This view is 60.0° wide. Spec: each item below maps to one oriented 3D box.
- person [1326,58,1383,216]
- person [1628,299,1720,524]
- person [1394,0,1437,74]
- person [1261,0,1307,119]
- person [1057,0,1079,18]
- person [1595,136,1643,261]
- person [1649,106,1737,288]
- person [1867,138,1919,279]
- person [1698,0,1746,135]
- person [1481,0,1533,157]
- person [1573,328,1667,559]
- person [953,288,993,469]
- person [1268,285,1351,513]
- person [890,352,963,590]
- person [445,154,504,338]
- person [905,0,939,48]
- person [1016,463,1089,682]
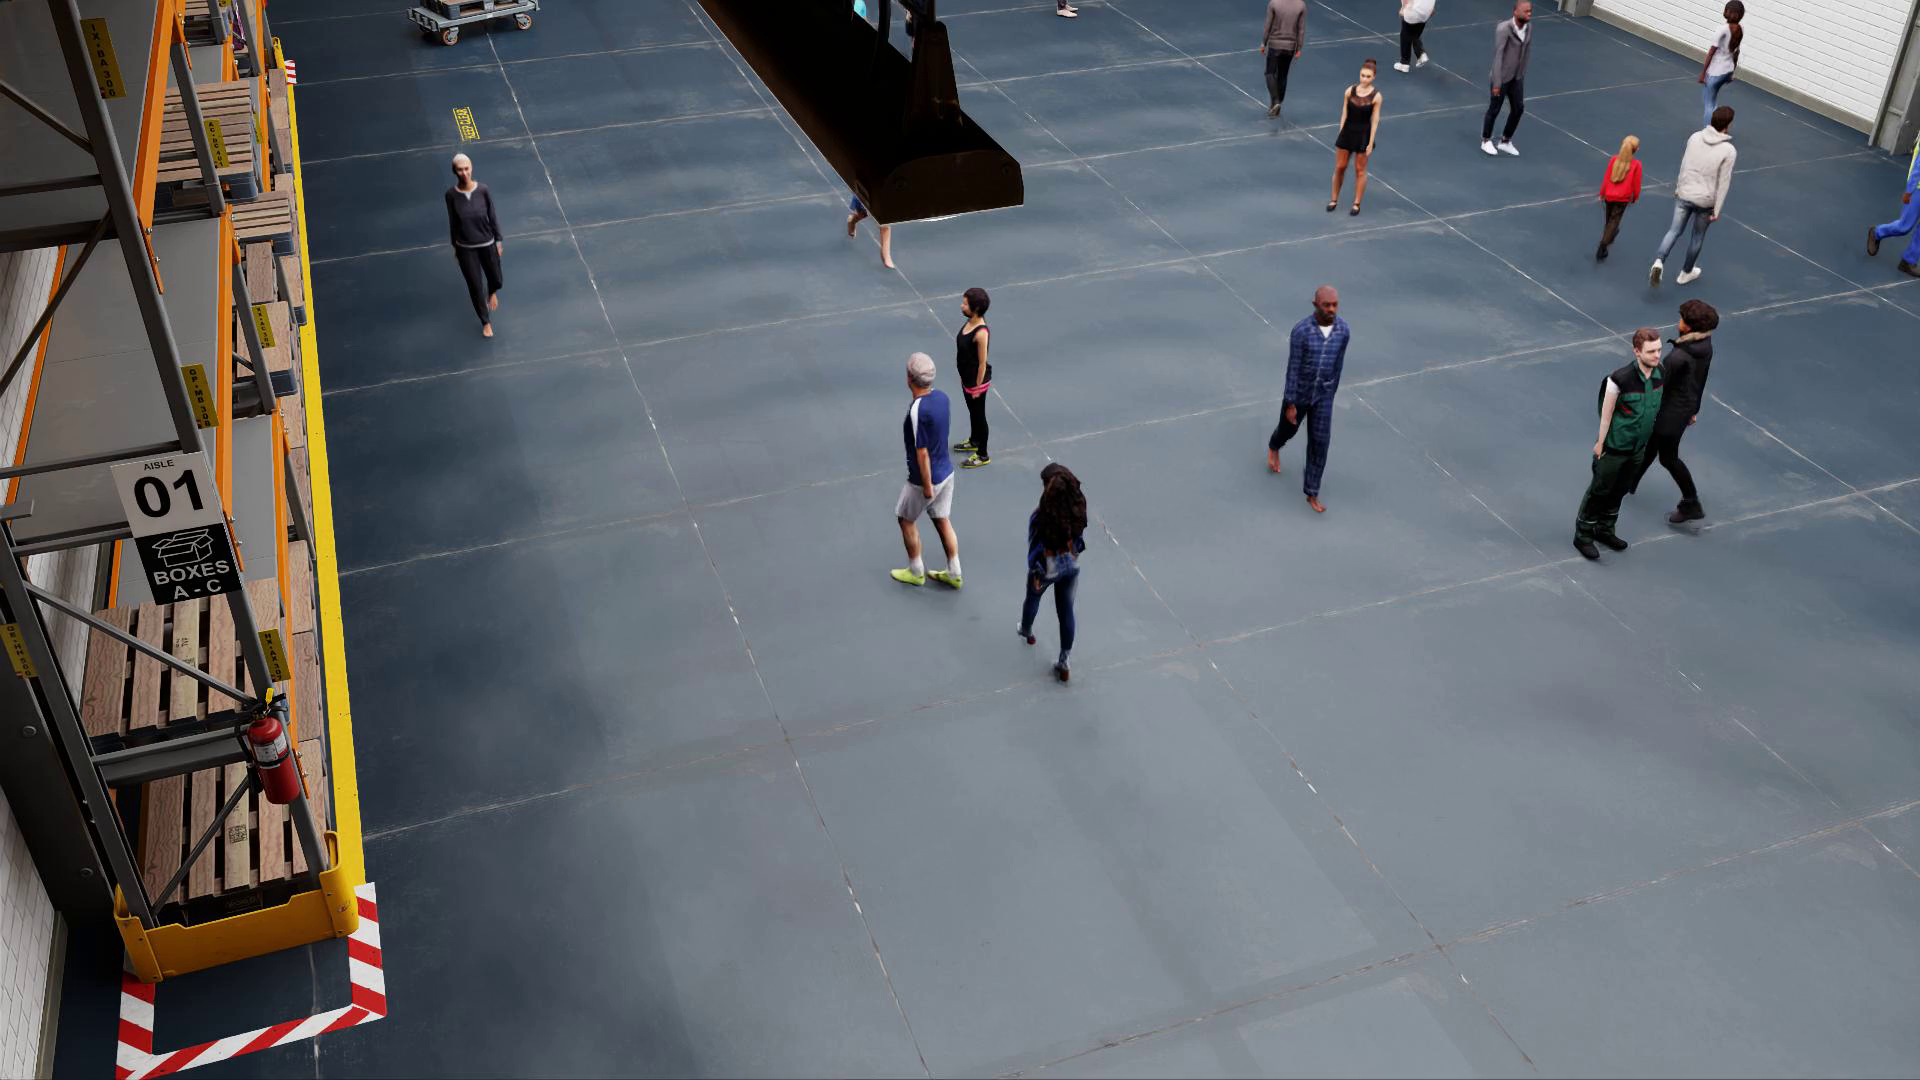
[{"bbox_3d":[4.297,-4.347,17.901,0.676,1.673,0.752,20,38,27],"label":"person"},{"bbox_3d":[5.530,-0.951,12.723,0.913,1.749,1.218,-28,43,-35],"label":"person"},{"bbox_3d":[6.032,-6.982,21.860,0.690,1.677,0.688,-17,37,-23],"label":"person"},{"bbox_3d":[3.927,-5.982,20.285,0.828,1.755,0.939,-3,34,-4],"label":"person"},{"bbox_3d":[1.555,-8.550,24.085,0.842,1.826,0.718,5,34,8],"label":"person"},{"bbox_3d":[6.683,-3.470,16.957,0.886,1.256,0.825,26,41,33],"label":"person"},{"bbox_3d":[7.119,-3.301,16.181,1.031,1.834,1.138,-29,43,-36],"label":"person"},{"bbox_3d":[9.595,-3.548,16.586,0.679,1.796,0.938,-10,35,-15],"label":"person"},{"bbox_3d":[8.969,-5.438,19.505,0.645,1.713,0.704,-19,38,-26],"label":"person"},{"bbox_3d":[6.300,-5.397,19.364,0.736,1.802,0.673,-13,36,-18],"label":"person"},{"bbox_3d":[4.905,-0.735,12.312,0.649,1.842,0.596,-15,36,-21],"label":"person"},{"bbox_3d":[0.124,-1.339,13.484,0.627,1.552,0.483,-6,34,-9],"label":"person"},{"bbox_3d":[2.693,-1.185,13.041,0.825,1.786,1.237,-4,34,-6],"label":"person"},{"bbox_3d":[-0.171,-0.429,11.903,0.916,1.787,0.854,11,35,16],"label":"person"},{"bbox_3d":[-4.527,-2.791,15.524,0.606,1.711,0.832,-11,35,-17],"label":"person"},{"bbox_3d":[-0.561,-6.911,21.703,0.609,1.734,0.678,-9,35,-13],"label":"person"},{"bbox_3d":[0.674,0.236,11.077,0.606,1.594,0.851,-11,35,-16],"label":"person"}]
